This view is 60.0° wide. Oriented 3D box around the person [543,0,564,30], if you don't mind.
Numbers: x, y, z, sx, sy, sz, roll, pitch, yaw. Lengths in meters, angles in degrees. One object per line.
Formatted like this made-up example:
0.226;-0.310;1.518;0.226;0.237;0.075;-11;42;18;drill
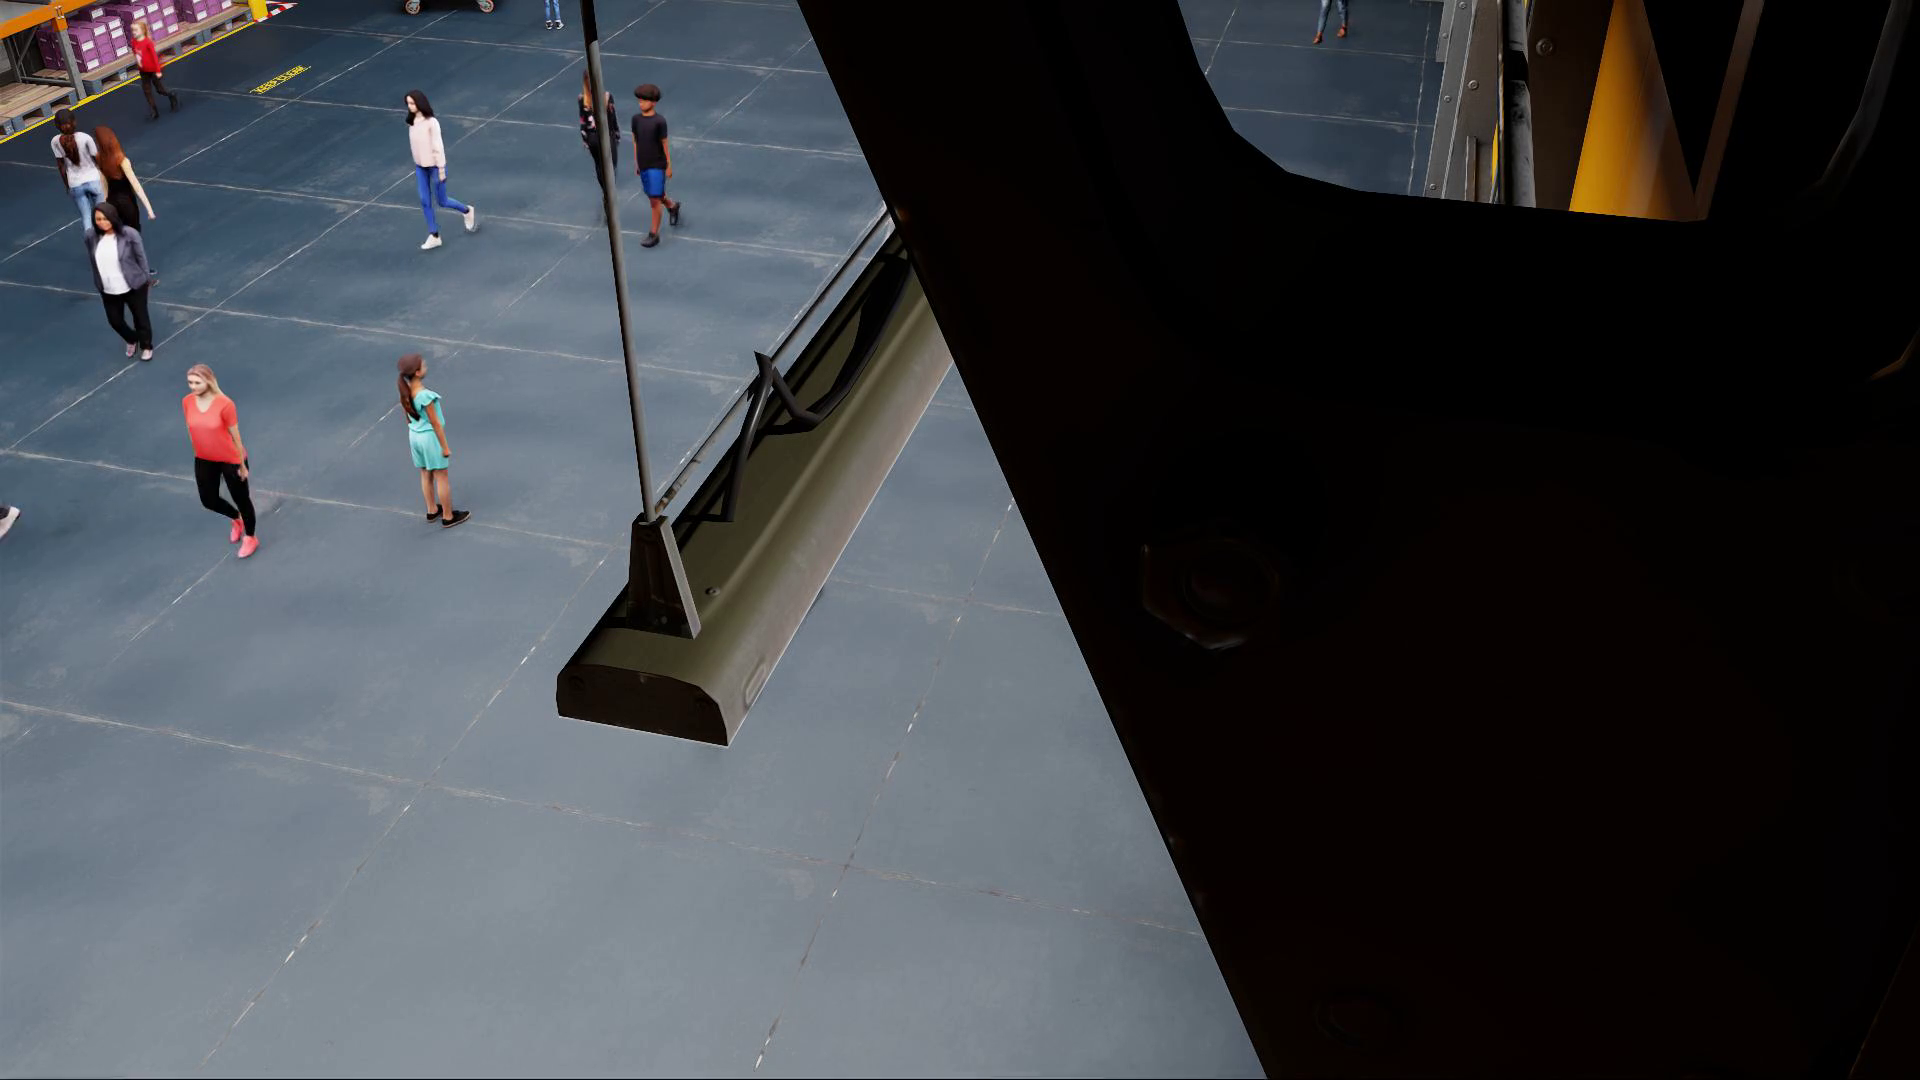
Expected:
-6.248;-8.405;25.292;0.571;1.221;0.566;-3;34;-4;person

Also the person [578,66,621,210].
-4.138;-4.604;19.174;0.741;1.663;1.027;-1;34;-1;person

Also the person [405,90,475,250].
-5.769;-4.105;18.348;0.839;1.747;1.078;20;38;27;person

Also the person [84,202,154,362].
-8.099;-2.520;16.103;0.795;1.591;0.814;-6;34;-9;person

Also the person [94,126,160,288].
-8.825;-3.446;17.395;0.749;1.704;0.702;16;37;23;person

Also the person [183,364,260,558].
-5.824;-0.670;13.237;0.647;1.685;0.699;4;34;5;person

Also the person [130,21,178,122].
-10.678;-6.215;21.954;0.524;1.269;0.812;6;34;9;person

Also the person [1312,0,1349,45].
5.634;-8.226;24.642;0.868;1.642;1.141;23;40;30;person

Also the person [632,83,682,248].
-3.365;-4.196;18.457;0.735;1.777;1.130;15;36;21;person

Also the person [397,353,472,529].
-4.348;-0.824;13.581;0.614;1.559;0.636;20;38;27;person

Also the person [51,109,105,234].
-9.424;-3.817;17.940;0.672;1.719;0.691;-10;35;-14;person
